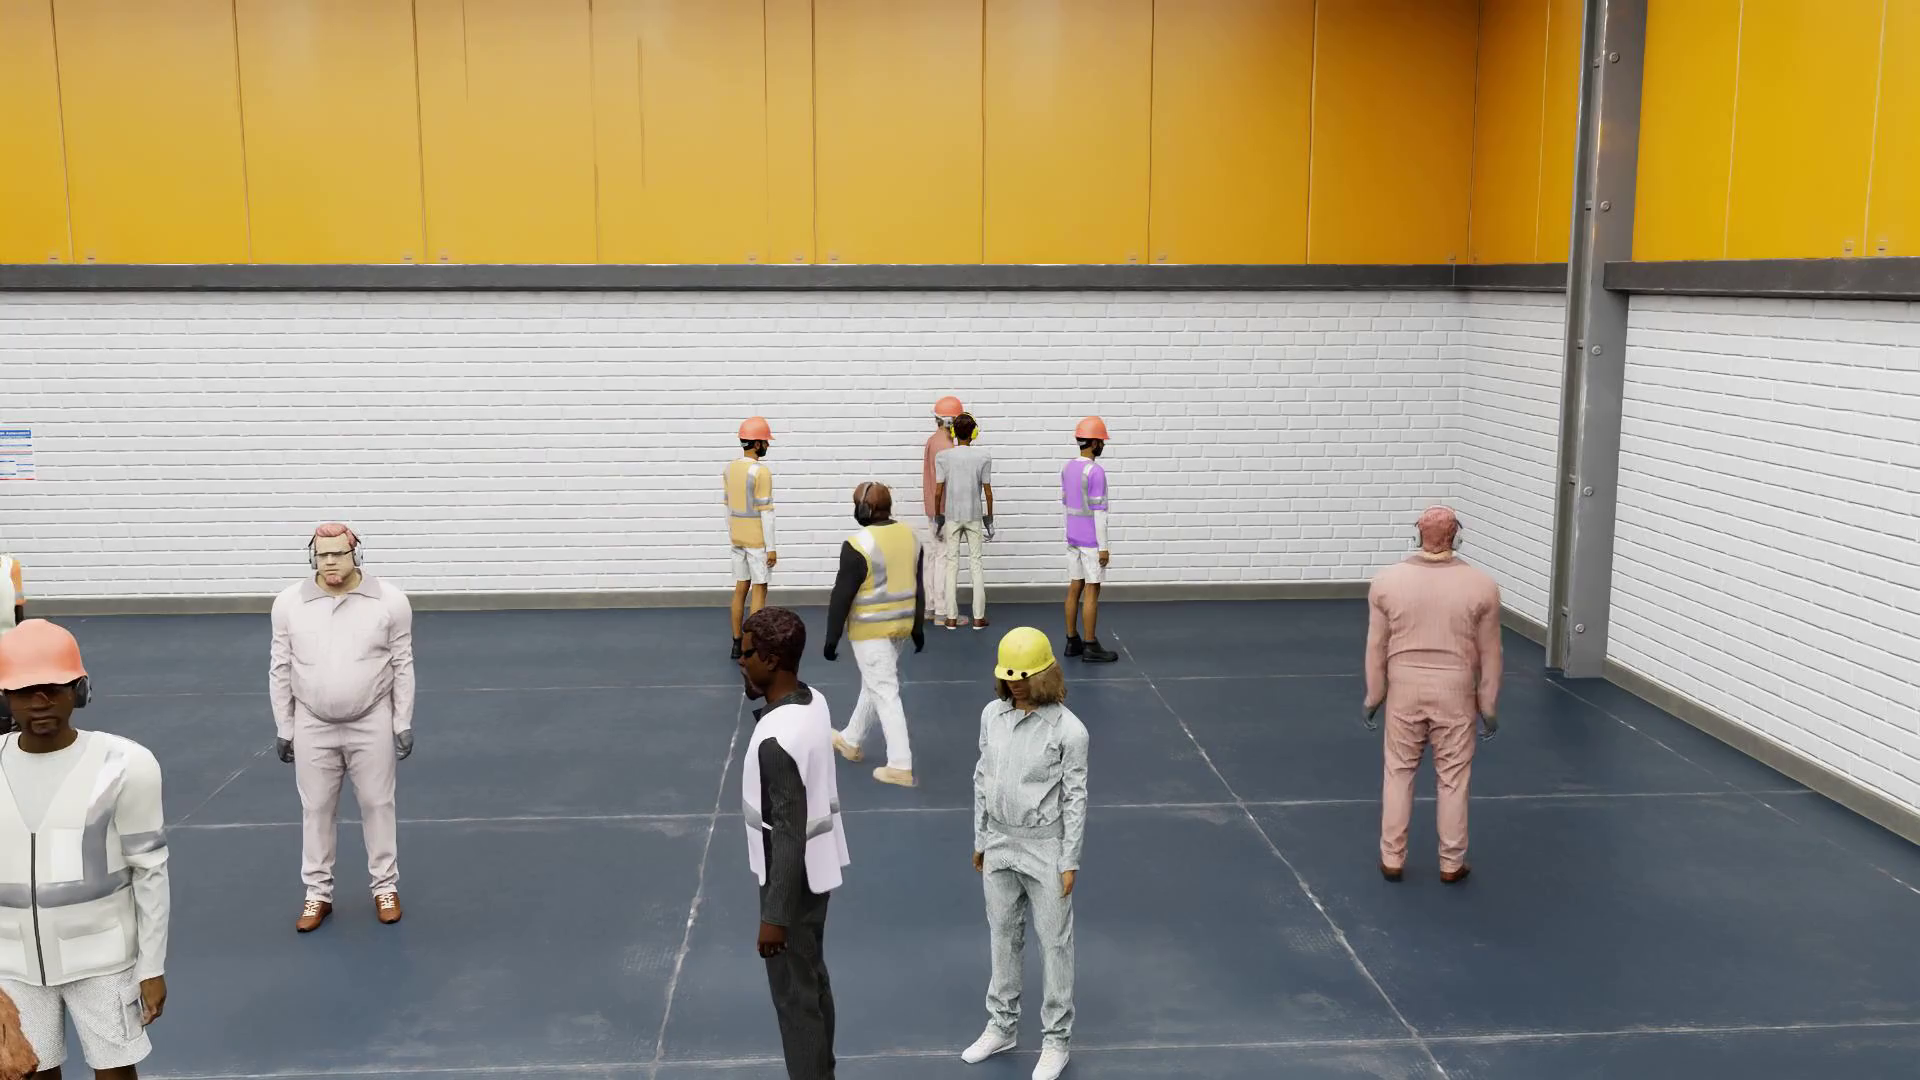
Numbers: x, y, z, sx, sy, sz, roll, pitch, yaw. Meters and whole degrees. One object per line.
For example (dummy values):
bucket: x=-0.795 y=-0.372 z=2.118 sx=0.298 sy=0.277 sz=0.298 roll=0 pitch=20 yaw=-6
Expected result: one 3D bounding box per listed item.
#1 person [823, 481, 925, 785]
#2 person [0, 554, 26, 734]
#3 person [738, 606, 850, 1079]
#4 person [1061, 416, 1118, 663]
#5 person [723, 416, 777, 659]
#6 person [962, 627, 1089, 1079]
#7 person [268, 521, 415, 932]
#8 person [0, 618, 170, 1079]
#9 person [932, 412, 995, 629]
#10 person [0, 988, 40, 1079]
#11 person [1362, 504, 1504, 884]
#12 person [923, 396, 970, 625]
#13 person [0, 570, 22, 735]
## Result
person: x=-0.585 y=0.540 z=10.081 sx=0.933 sy=1.796 sz=0.654 roll=7 pitch=11 yaw=37
person: x=-5.902 y=0.618 z=9.984 sx=0.541 sy=1.680 sz=0.595 roll=-7 pitch=11 yaw=-37
person: x=-0.572 y=1.173 z=5.737 sx=0.372 sy=1.916 sz=0.596 roll=0 pitch=9 yaw=3
person: x=1.016 y=-0.007 z=13.086 sx=0.358 sy=1.938 sz=0.542 roll=-5 pitch=10 yaw=-28
person: x=-1.609 y=-0.003 z=13.058 sx=0.372 sy=1.934 sz=0.551 roll=-8 pitch=12 yaw=-43
person: x=0.244 y=1.175 z=6.289 sx=0.484 sy=1.738 sz=0.305 roll=6 pitch=11 yaw=35
person: x=-2.866 y=0.859 z=7.742 sx=0.639 sy=1.908 sz=0.409 roll=-2 pitch=9 yaw=-15
person: x=-2.661 y=1.237 z=4.931 sx=0.609 sy=2.048 sz=0.363 roll=-1 pitch=9 yaw=-6
person: x=0.031 y=-0.161 z=14.265 sx=0.538 sy=1.869 sz=0.312 roll=1 pitch=9 yaw=4
person: x=-1.978 y=1.687 z=3.423 sx=0.277 sy=1.627 sz=0.503 roll=8 pitch=12 yaw=41
person: x=2.358 y=0.772 z=8.313 sx=0.677 sy=1.904 sz=0.400 roll=3 pitch=10 yaw=21
person: x=-0.121 y=-0.259 z=14.488 sx=0.395 sy=1.992 sz=0.622 roll=-3 pitch=9 yaw=-16
person: x=-4.826 y=0.778 z=7.973 sx=0.612 sy=1.995 sz=0.382 roll=-6 pitch=11 yaw=-35
